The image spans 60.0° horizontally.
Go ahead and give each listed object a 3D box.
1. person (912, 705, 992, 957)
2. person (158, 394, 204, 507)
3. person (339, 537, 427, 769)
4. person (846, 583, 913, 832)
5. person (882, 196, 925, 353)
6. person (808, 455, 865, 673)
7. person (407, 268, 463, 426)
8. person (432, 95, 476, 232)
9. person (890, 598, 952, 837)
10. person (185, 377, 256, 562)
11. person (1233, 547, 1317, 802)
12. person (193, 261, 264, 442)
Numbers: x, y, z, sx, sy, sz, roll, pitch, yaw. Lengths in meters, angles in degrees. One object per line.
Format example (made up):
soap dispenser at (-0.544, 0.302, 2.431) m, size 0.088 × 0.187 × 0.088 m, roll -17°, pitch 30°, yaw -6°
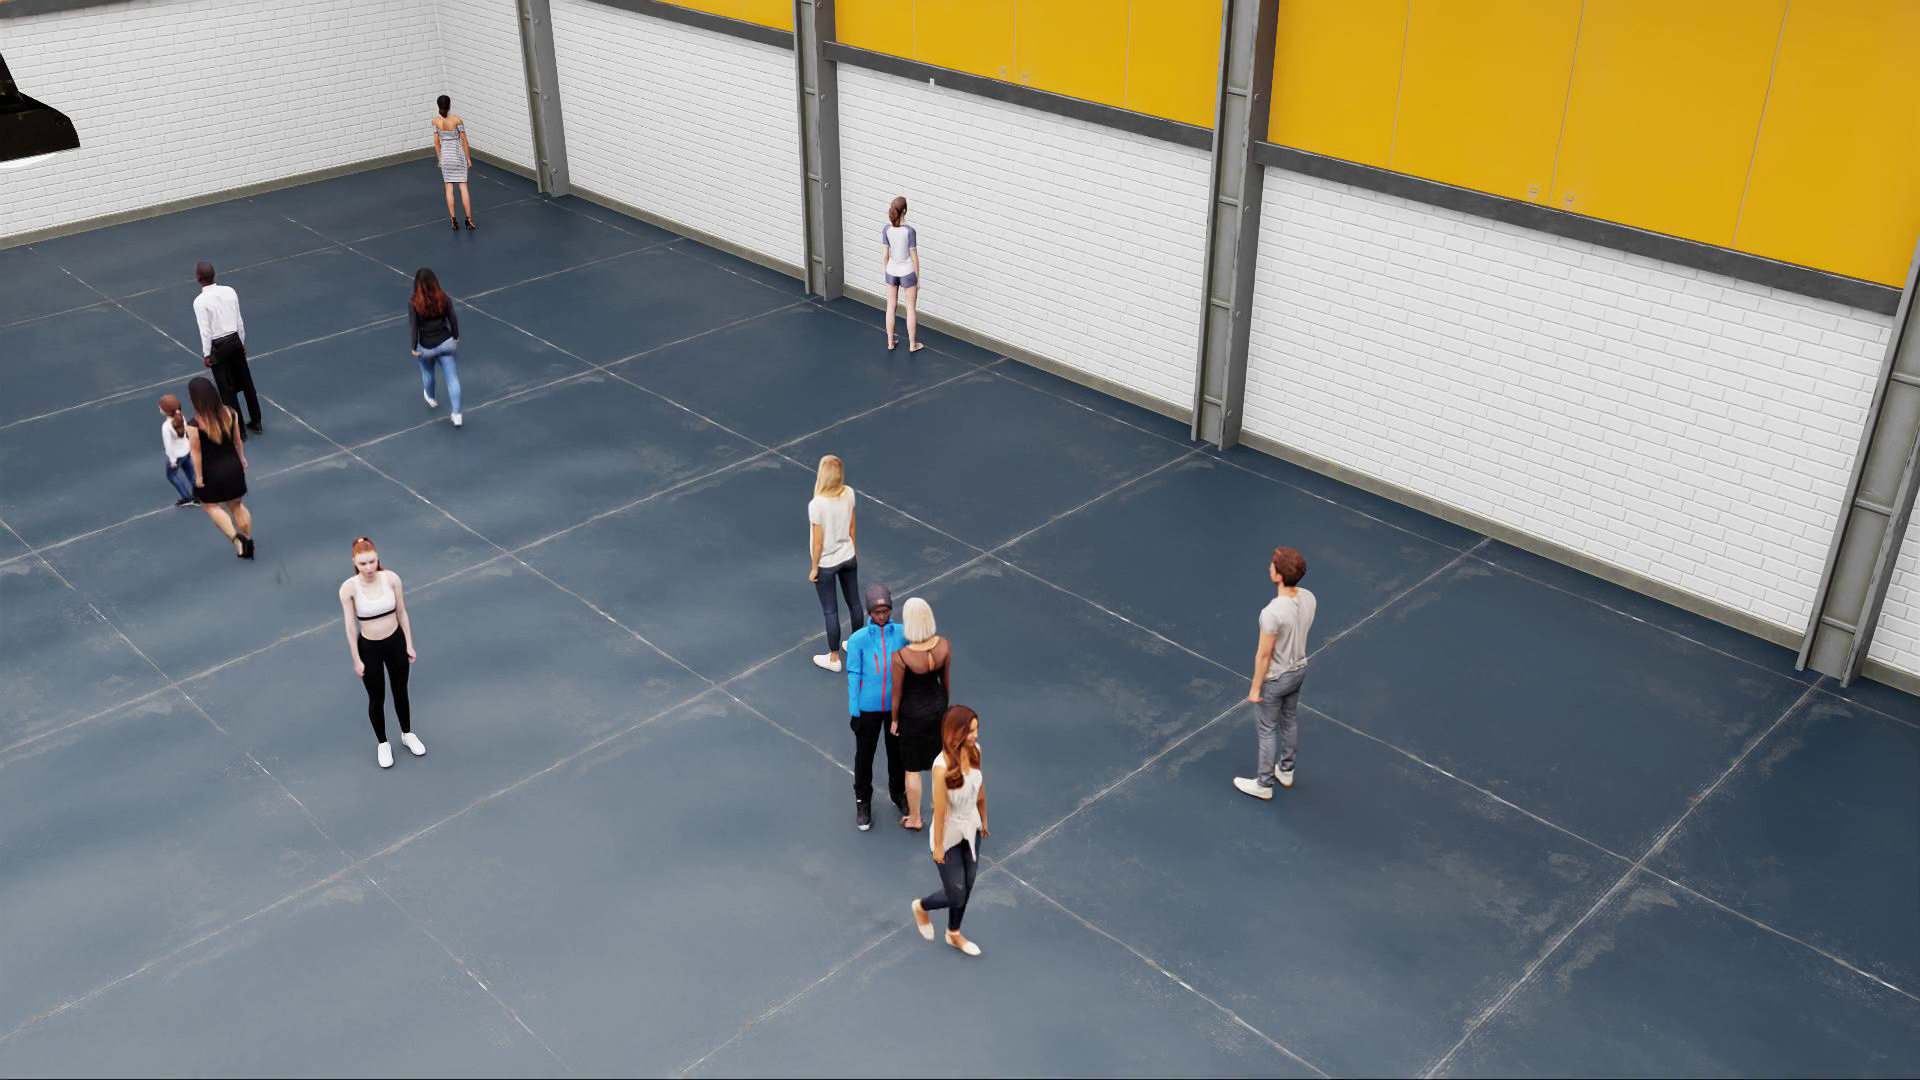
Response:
person at (-0.098, 1.729, 9.920) m, size 0.728 × 1.772 × 0.650 m, roll 21°, pitch 35°, yaw 33°
person at (-7.125, -0.809, 15.265) m, size 0.592 × 1.108 × 0.545 m, roll 7°, pitch 29°, yaw 12°
person at (-4.071, 0.774, 11.703) m, size 0.620 × 1.740 × 0.573 m, roll -19°, pitch 34°, yaw -30°
person at (-0.526, 1.088, 11.071) m, size 0.691 × 1.794 × 0.694 m, roll -9°, pitch 30°, yaw -16°
person at (-0.658, -2.962, 18.523) m, size 0.635 × 1.768 × 0.730 m, roll 9°, pitch 30°, yaw 17°
person at (-0.945, 0.175, 12.729) m, size 0.594 × 1.809 × 0.510 m, roll -24°, pitch 36°, yaw -36°
person at (-5.258, -1.921, 16.792) m, size 0.869 × 1.598 × 1.149 m, roll -15°, pitch 32°, yaw -25°
person at (-6.802, -5.065, 22.322) m, size 0.680 × 1.822 × 0.732 m, roll -1°, pitch 29°, yaw -2°
person at (-0.243, 1.170, 10.977) m, size 0.638 × 1.740 × 0.624 m, roll -15°, pitch 32°, yaw -25°
person at (-6.241, -0.551, 14.168) m, size 0.775 × 1.706 × 0.757 m, roll 16°, pitch 32°, yaw 27°
person at (2.179, 0.909, 11.294) m, size 0.647 × 1.894 × 0.550 m, roll -24°, pitch 37°, yaw -37°
person at (-7.262, -1.869, 16.449) m, size 0.626 × 1.836 × 0.691 m, roll 16°, pitch 32°, yaw 27°
